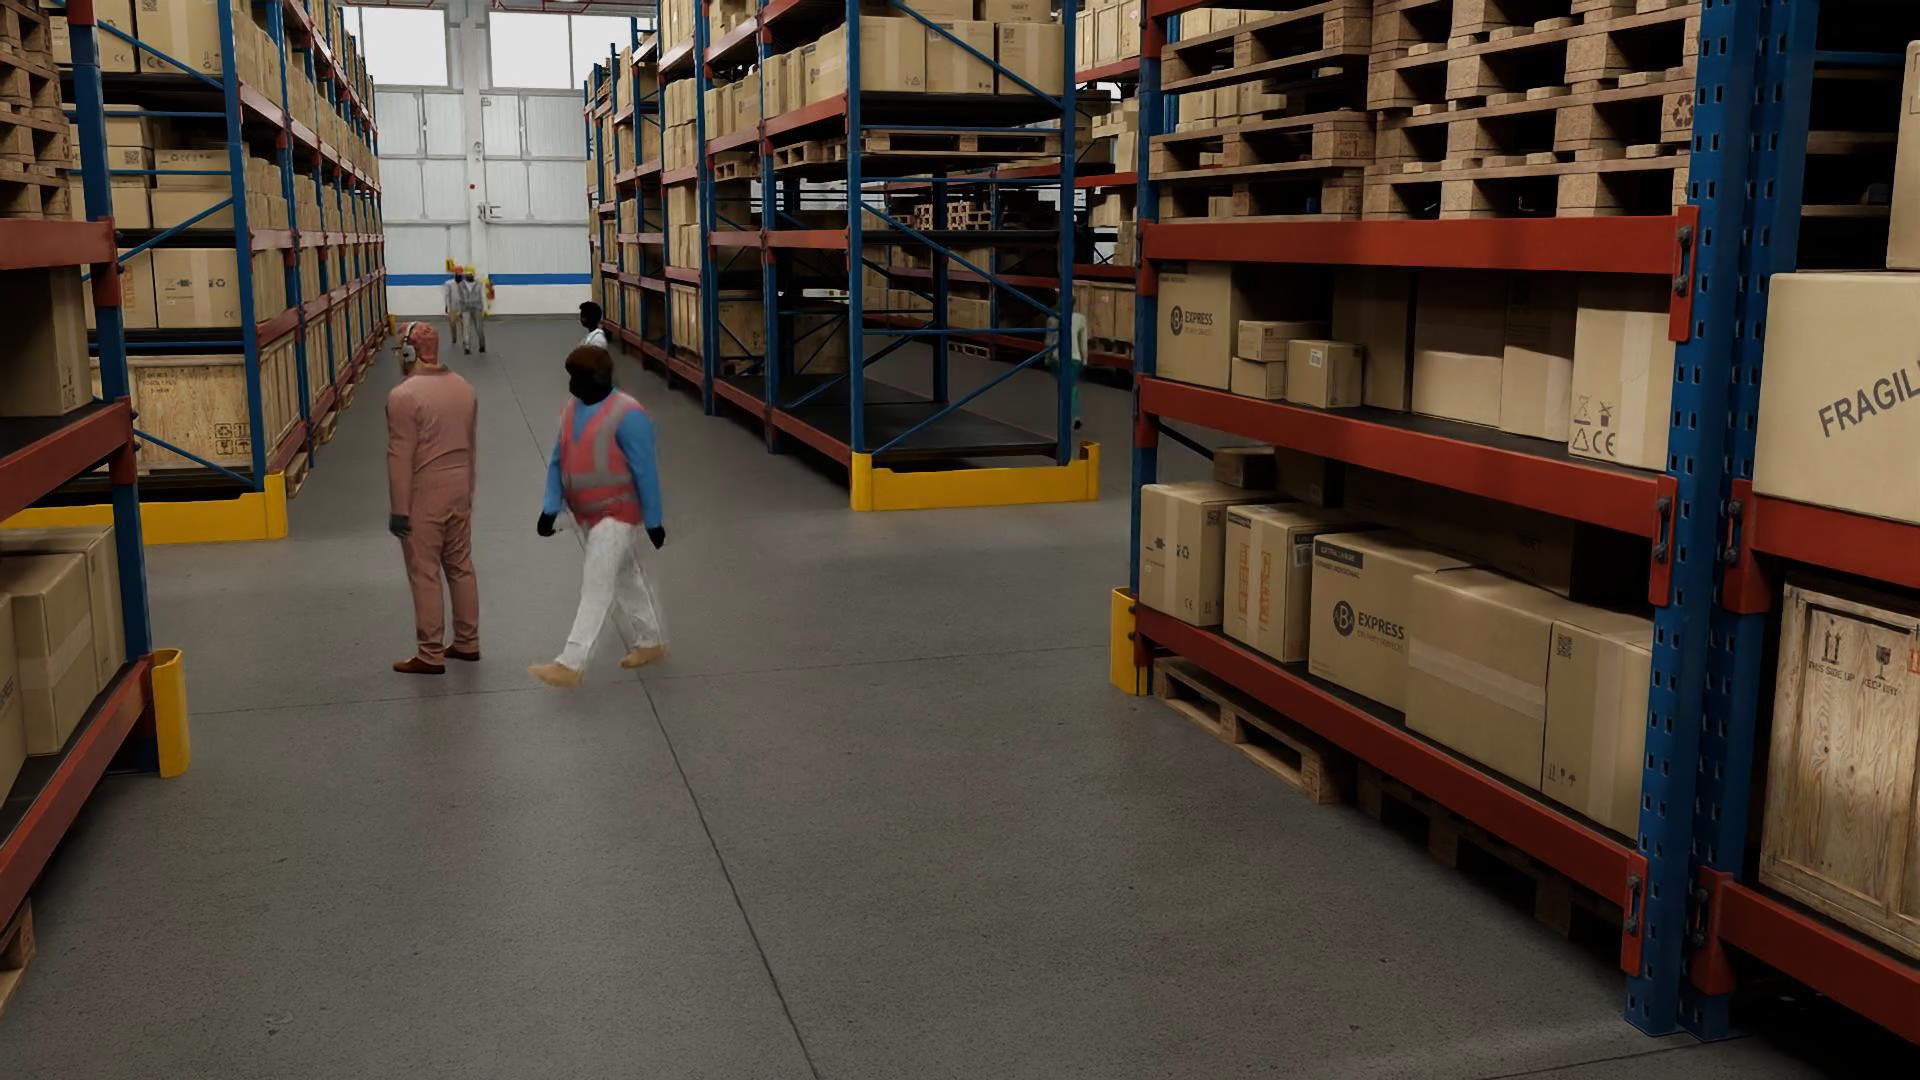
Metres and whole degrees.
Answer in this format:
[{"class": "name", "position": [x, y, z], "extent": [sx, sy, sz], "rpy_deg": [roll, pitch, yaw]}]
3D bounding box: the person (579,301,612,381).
[{"class": "person", "position": [-3.774, -1.618, 17.207], "extent": [0.317, 1.691, 0.534], "rpy_deg": [-5, 11, -23]}]

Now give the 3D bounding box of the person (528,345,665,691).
[{"class": "person", "position": [-1.919, -0.131, 8.779], "extent": [0.627, 1.784, 0.963], "rpy_deg": [10, 14, 42]}]

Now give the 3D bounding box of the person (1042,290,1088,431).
[{"class": "person", "position": [1.270, -2.164, 20.036], "extent": [0.539, 1.752, 0.403], "rpy_deg": [-4, 11, -23]}]

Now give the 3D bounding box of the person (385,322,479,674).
[{"class": "person", "position": [-2.880, -0.229, 9.029], "extent": [0.398, 1.899, 0.647], "rpy_deg": [4, 11, 20]}]

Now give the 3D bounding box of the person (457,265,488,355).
[{"class": "person", "position": [-9.848, -4.659, 33.623], "extent": [0.604, 1.788, 0.904], "rpy_deg": [-1, 10, -8]}]

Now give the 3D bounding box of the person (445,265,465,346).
[{"class": "person", "position": [-10.870, -5.092, 36.098], "extent": [0.611, 1.739, 0.494], "rpy_deg": [-3, 11, -18]}]

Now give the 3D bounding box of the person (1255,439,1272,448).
[{"class": "person", "position": [2.178, -0.572, 11.754], "extent": [0.723, 1.620, 0.518], "rpy_deg": [-1, 10, -5]}]
